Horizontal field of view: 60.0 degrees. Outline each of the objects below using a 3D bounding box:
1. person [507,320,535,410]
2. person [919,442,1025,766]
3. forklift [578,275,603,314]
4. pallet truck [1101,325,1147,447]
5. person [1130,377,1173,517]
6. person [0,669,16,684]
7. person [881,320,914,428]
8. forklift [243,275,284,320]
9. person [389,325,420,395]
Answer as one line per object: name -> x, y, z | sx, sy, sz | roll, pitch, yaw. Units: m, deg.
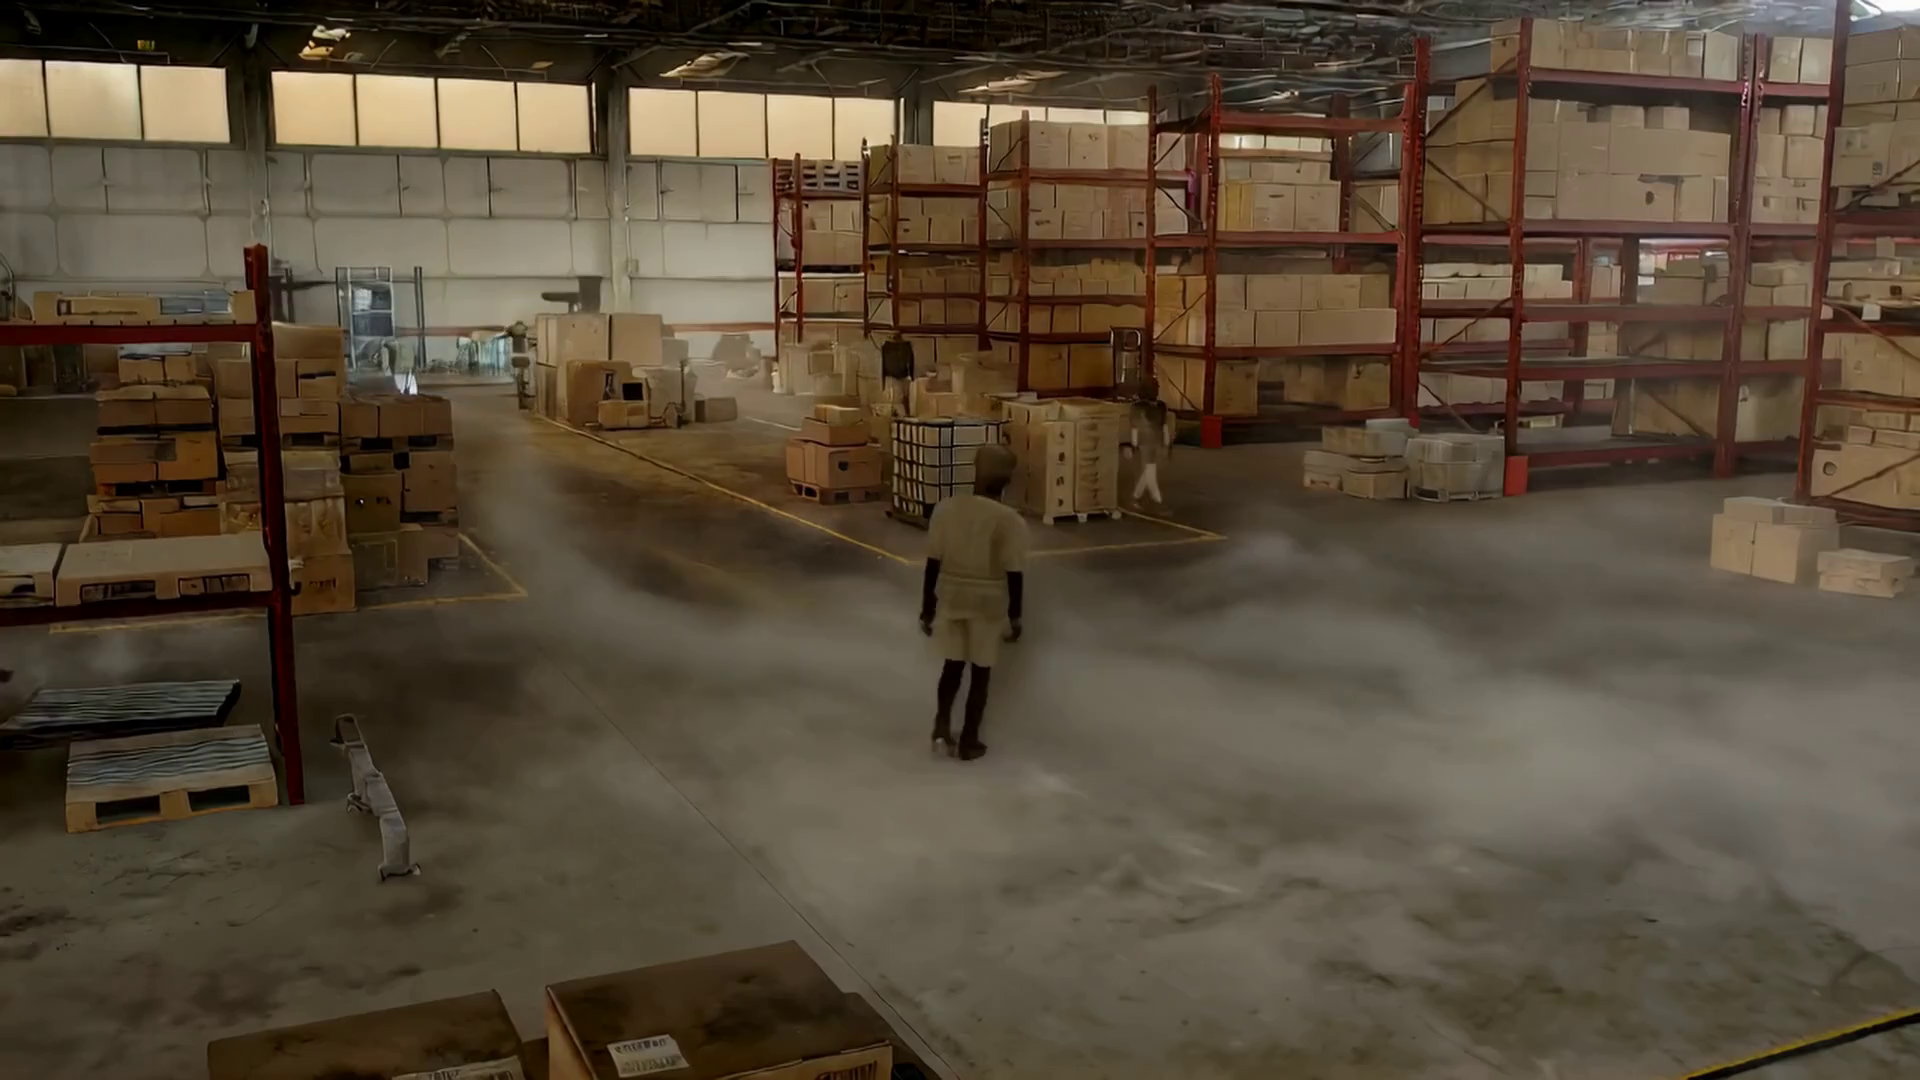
person -> -9.239, -3.673, 34.973 | 0.541, 1.896, 1.008 | 0, 9, 0
person -> 0.071, 0.390, 9.640 | 0.658, 1.926, 0.482 | 4, 10, 23
forklift -> -8.383, -4.637, 37.859 | 1.873, 2.768, 1.129 | -4, 10, -25
pallet truck -> 2.881, -2.596, 27.923 | 0.823, 1.965, 1.885 | -1, 9, -7
person -> 2.279, -1.134, 19.947 | 0.539, 1.649, 0.870 | -7, 12, -38
person -> -6.830, 0.125, 11.286 | 0.801, 1.914, 0.655 | -6, 11, -31
person -> -1.161, -3.077, 30.912 | 0.611, 1.996, 0.379 | -1, 9, -9
forklift -> -16.900, -5.063, 40.496 | 1.873, 2.768, 1.129 | 4, 10, 24
person -> -11.055, -3.349, 33.082 | 0.623, 1.844, 0.429 | -8, 12, -42
